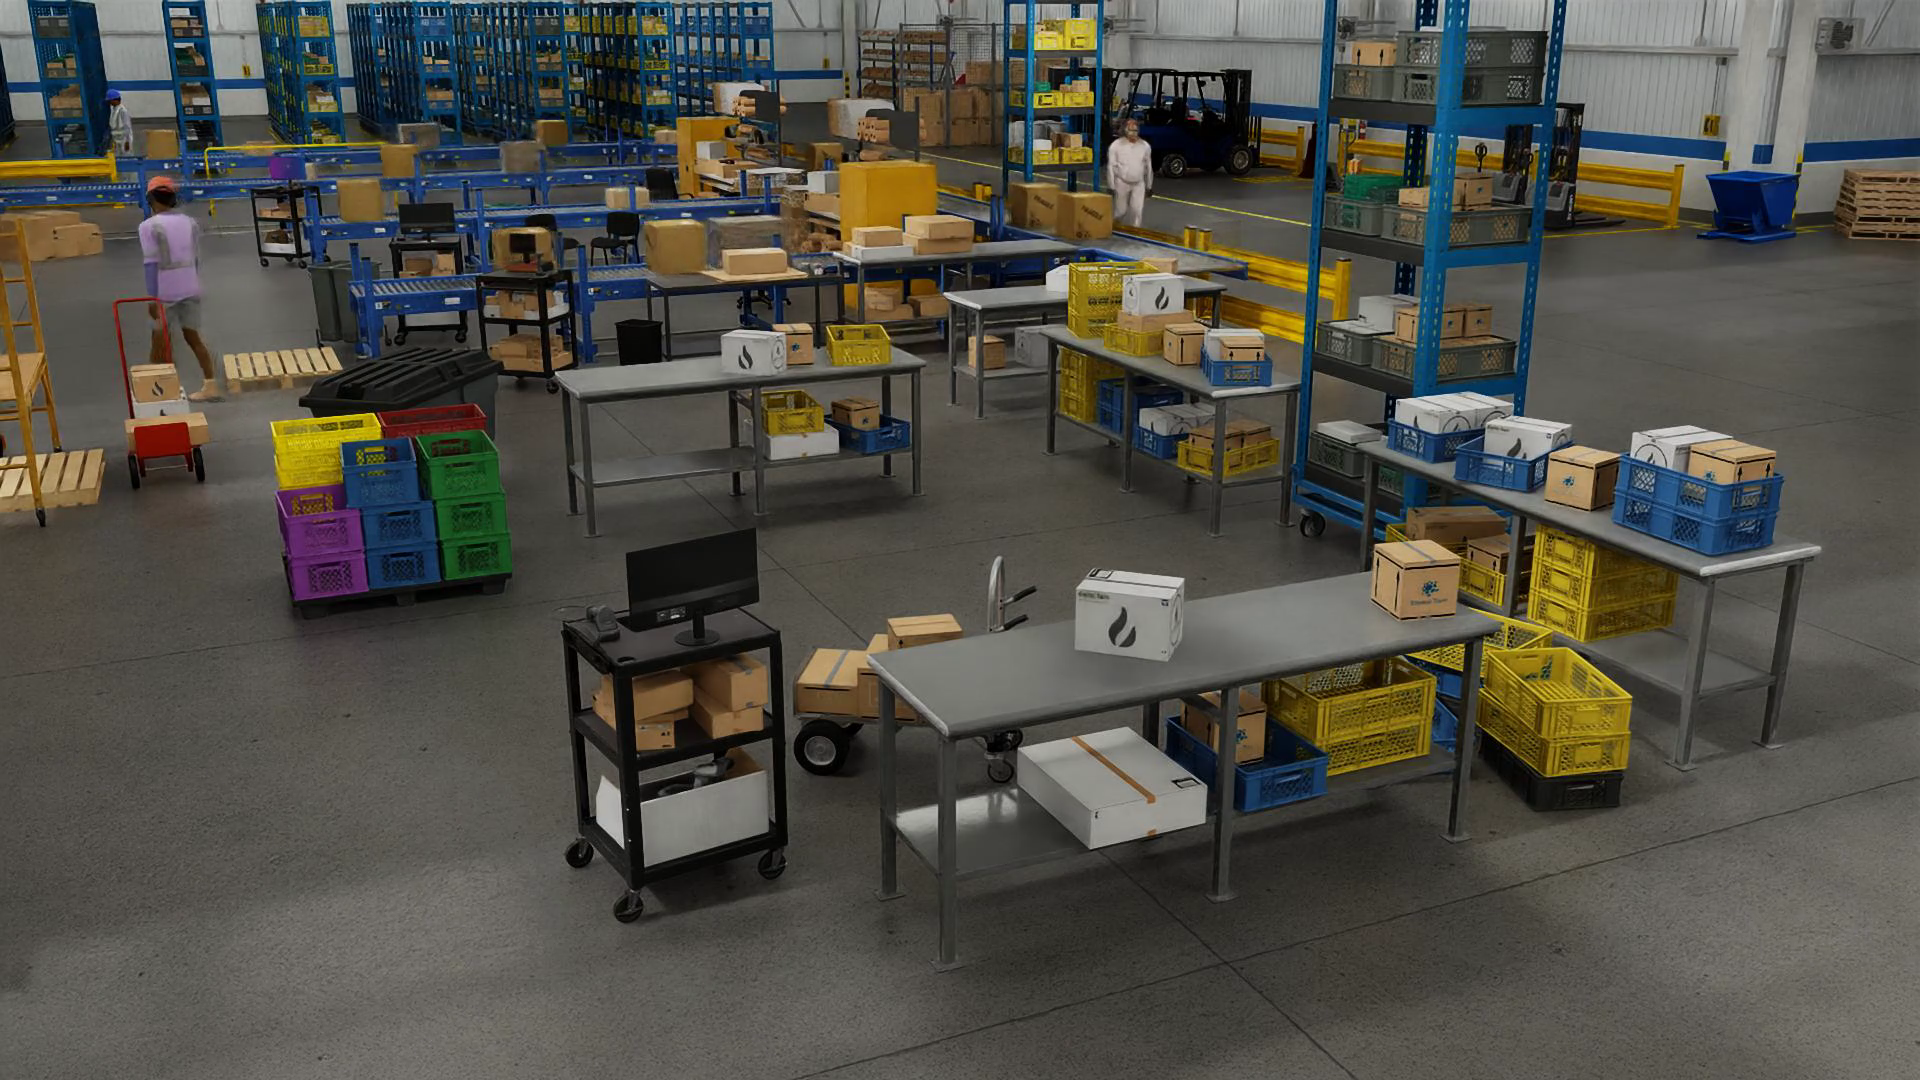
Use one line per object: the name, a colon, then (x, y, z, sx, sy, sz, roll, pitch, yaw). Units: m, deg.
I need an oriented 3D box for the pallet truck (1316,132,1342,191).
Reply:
pallet truck: (7.723, -7.504, 32.656, 1.601, 1.201, 0.680, -8, 19, -23)

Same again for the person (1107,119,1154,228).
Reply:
person: (2.490, -5.253, 24.525, 0.693, 1.877, 0.656, -2, 18, -7)

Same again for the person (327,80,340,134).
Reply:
person: (-16.724, -11.543, 44.375, 0.376, 1.844, 0.571, -2, 18, -7)

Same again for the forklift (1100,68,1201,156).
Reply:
forklift: (4.082, -9.564, 37.410, 2.680, 1.987, 1.157, -8, 19, -23)

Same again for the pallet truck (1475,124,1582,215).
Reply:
pallet truck: (9.707, -6.455, 28.103, 1.885, 1.965, 0.823, -7, 19, -20)

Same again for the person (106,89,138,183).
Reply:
person: (-16.281, -7.763, 32.319, 0.602, 1.939, 0.397, 16, 23, 41)

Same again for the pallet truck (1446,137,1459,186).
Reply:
pallet truck: (9.184, -6.485, 29.328, 1.630, 1.274, 0.653, -8, 19, -23)

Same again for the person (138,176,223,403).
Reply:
person: (-7.002, -2.195, 14.707, 0.864, 1.980, 0.688, 8, 19, 23)

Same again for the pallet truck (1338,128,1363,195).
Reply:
pallet truck: (7.845, -7.140, 31.411, 1.522, 1.261, 0.704, -9, 20, -25)

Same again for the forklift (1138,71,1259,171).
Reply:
forklift: (4.998, -8.936, 35.413, 2.680, 1.987, 1.157, -9, 20, -25)

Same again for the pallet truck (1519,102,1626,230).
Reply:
pallet truck: (9.972, -6.037, 26.785, 1.885, 1.965, 0.823, -9, 20, -25)
